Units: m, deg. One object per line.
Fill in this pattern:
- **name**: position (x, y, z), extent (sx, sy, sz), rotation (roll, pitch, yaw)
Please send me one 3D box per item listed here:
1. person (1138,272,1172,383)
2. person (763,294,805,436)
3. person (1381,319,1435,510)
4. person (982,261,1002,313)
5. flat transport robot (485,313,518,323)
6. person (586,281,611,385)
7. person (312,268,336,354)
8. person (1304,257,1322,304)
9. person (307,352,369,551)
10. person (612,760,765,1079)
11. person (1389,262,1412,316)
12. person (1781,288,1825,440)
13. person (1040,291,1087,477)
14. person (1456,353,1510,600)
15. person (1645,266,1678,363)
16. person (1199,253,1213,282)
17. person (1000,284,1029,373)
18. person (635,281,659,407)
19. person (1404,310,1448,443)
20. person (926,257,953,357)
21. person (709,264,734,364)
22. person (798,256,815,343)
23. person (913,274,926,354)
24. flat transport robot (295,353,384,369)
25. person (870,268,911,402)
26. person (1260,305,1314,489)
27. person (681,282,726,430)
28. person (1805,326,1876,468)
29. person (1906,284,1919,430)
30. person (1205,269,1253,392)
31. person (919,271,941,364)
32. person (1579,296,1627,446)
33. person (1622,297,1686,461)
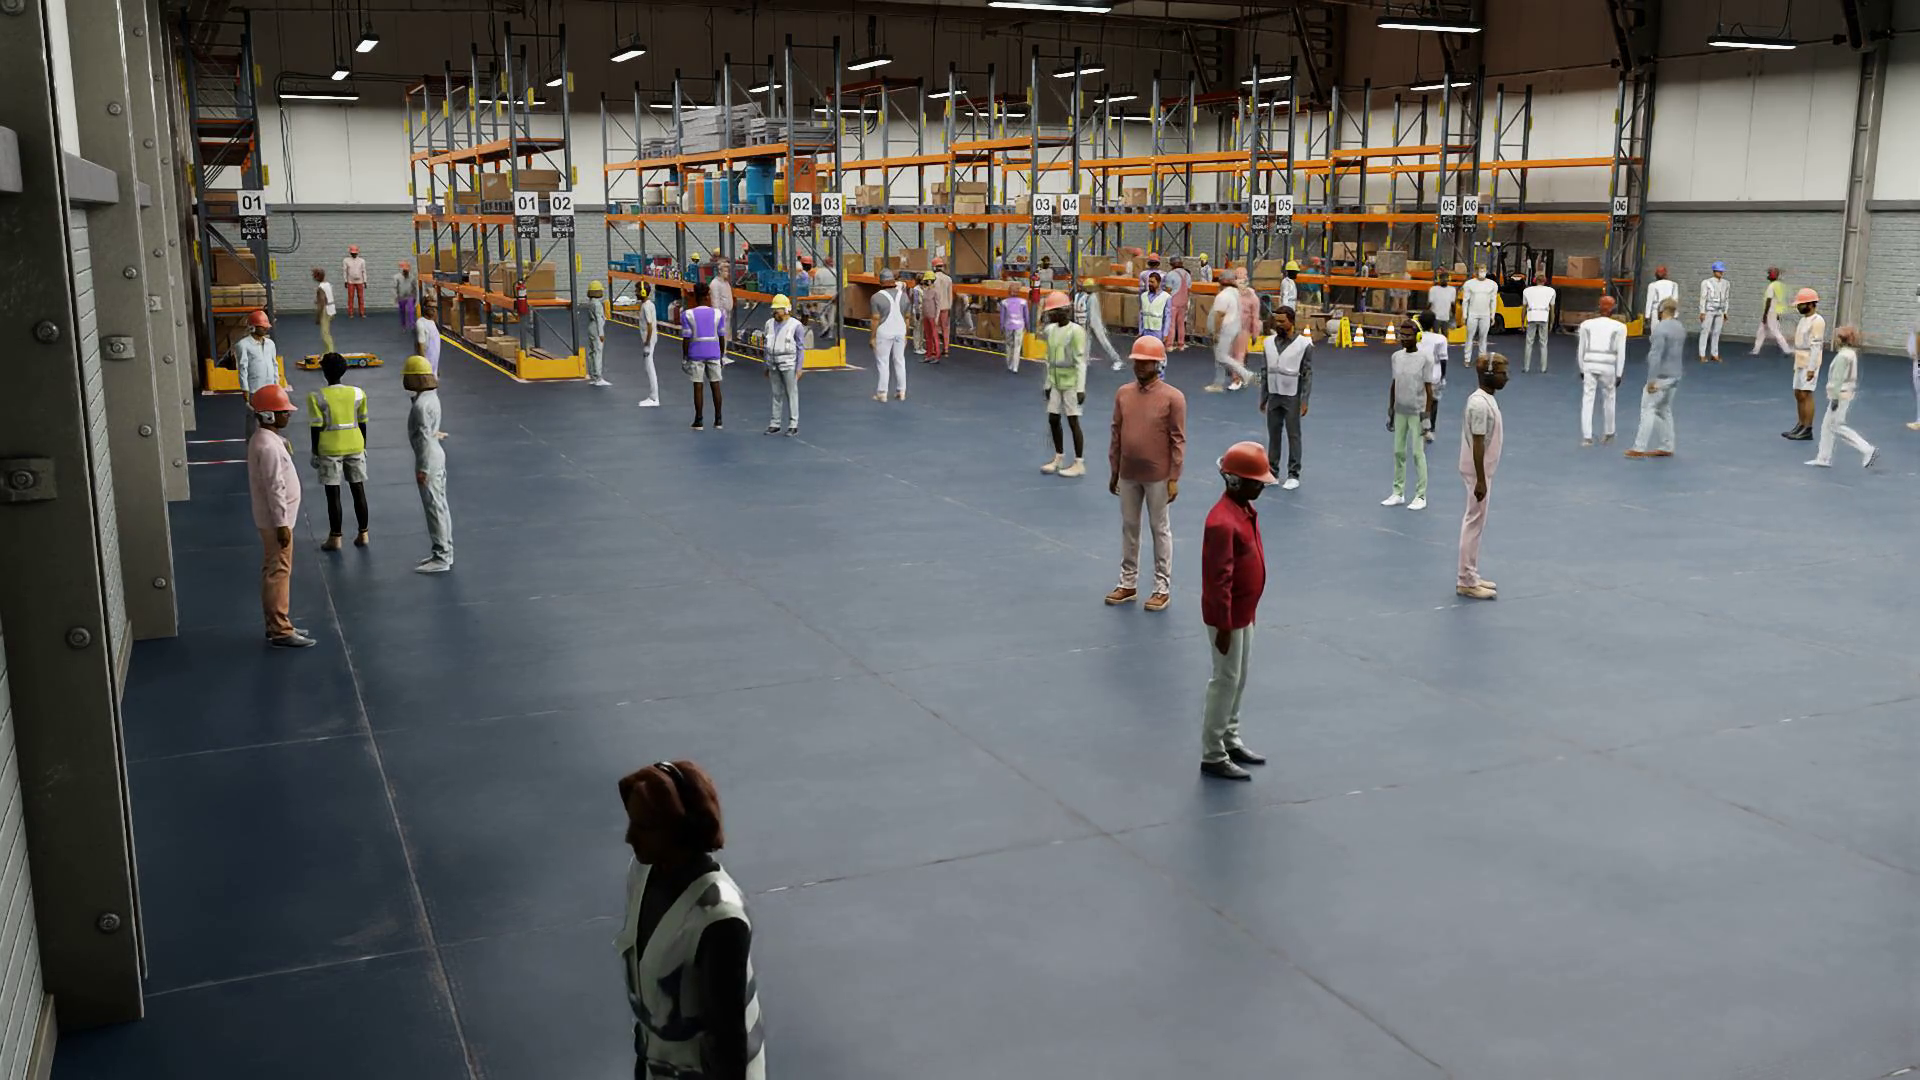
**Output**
- **person**: position (3.169, -3.396, 27.101), extent (0.593, 1.920, 0.391), rotation (9, 15, 40)
- **person**: position (-2.300, -2.258, 21.533), extent (0.587, 1.835, 0.404), rotation (6, 13, 27)
- **person**: position (4.386, -1.225, 16.234), extent (0.329, 1.861, 0.506), rotation (-8, 14, -37)
- **person**: position (0.760, -6.456, 42.403), extent (0.609, 2.021, 0.691), rotation (-3, 12, -15)
- **flat transport robot**: position (-12.026, -5.872, 43.883), extent (0.652, 0.197, 1.431), rotation (-7, 13, -31)
- **person**: position (-6.089, -3.470, 27.924), extent (0.295, 1.744, 0.484), rotation (-7, 13, -32)
- **person**: position (-12.144, -4.273, 31.809), extent (0.381, 1.819, 0.678), rotation (-2, 11, -11)
- **person**: position (9.441, -6.677, 44.329), extent (0.564, 1.705, 0.914), rotation (-6, 13, -28)
- **person**: position (-5.317, -0.757, 14.255), extent (0.318, 1.696, 0.536), rotation (10, 15, 42)
- **person**: position (-0.631, 1.301, 3.988), extent (0.325, 1.626, 0.526), rotation (-7, 13, -31)
- **person**: position (10.948, -6.121, 41.426), extent (0.589, 1.724, 0.551), rotation (-2, 11, -8)
- **person**: position (10.751, -2.235, 21.191), extent (0.383, 1.926, 0.550), rotation (1, 11, 5)
- **person**: position (1.133, -1.698, 18.196), extent (0.448, 2.030, 0.701), rotation (-7, 13, -33)
- **person**: position (3.924, -0.486, 12.501), extent (0.330, 1.843, 0.520), rotation (4, 12, 19)
- **person**: position (13.453, -4.317, 31.899), extent (0.609, 1.871, 0.385), rotation (-1, 11, -3)
- **person**: position (6.303, -6.505, 43.127), extent (0.404, 1.828, 0.600), rotation (-4, 12, -20)
- **person**: position (0.985, -3.820, 30.090), extent (0.514, 1.592, 0.874), rotation (2, 11, 9)
- **person**: position (-4.675, -2.923, 24.838), extent (0.309, 1.864, 0.535), rotation (-2, 11, -9)
- **person**: position (5.795, -2.023, 20.718), extent (0.552, 1.671, 0.683), rotation (4, 12, 20)
- **person**: position (-0.438, -4.661, 33.364), extent (0.616, 1.986, 0.402), rotation (-8, 13, -34)
- **person**: position (-4.541, -4.329, 31.877), extent (0.403, 1.906, 0.651), rotation (3, 11, 13)
- **person**: position (-3.405, -5.338, 36.939), extent (0.379, 1.932, 0.551), rotation (-3, 11, -14)
- **person**: position (-0.818, -4.641, 34.137), extent (0.308, 1.641, 0.515), rotation (3, 12, 17)
- **flat transport robot**: position (-11.622, -3.367, 31.155), extent (1.431, 0.197, 0.652), rotation (-9, 14, -38)
- **person**: position (-1.121, -3.150, 25.539), extent (0.684, 2.000, 0.535), rotation (-7, 13, -32)
- **person**: position (3.418, -1.497, 17.454), extent (0.590, 1.918, 0.391), rotation (11, 15, 44)
- **person**: position (-3.414, -2.449, 22.164), extent (0.601, 1.967, 0.369), rotation (-5, 12, -23)
- **person**: position (9.978, -1.600, 18.727), extent (0.658, 1.616, 0.523), rotation (7, 13, 33)
- **person**: position (12.881, -2.456, 22.011), extent (0.706, 2.000, 0.657), rotation (-6, 13, -29)
- **person**: position (4.332, -3.372, 26.667), extent (0.761, 2.000, 0.689), rotation (5, 12, 24)
- **person**: position (-0.574, -4.263, 31.901), extent (0.312, 1.768, 0.522), rotation (-9, 14, -37)
- **person**: position (8.031, -2.119, 20.808), extent (0.581, 1.833, 0.951), rotation (7, 13, 32)
- **person**: position (8.207, -1.886, 19.488), extent (0.714, 1.917, 0.466), rotation (-10, 15, -42)
